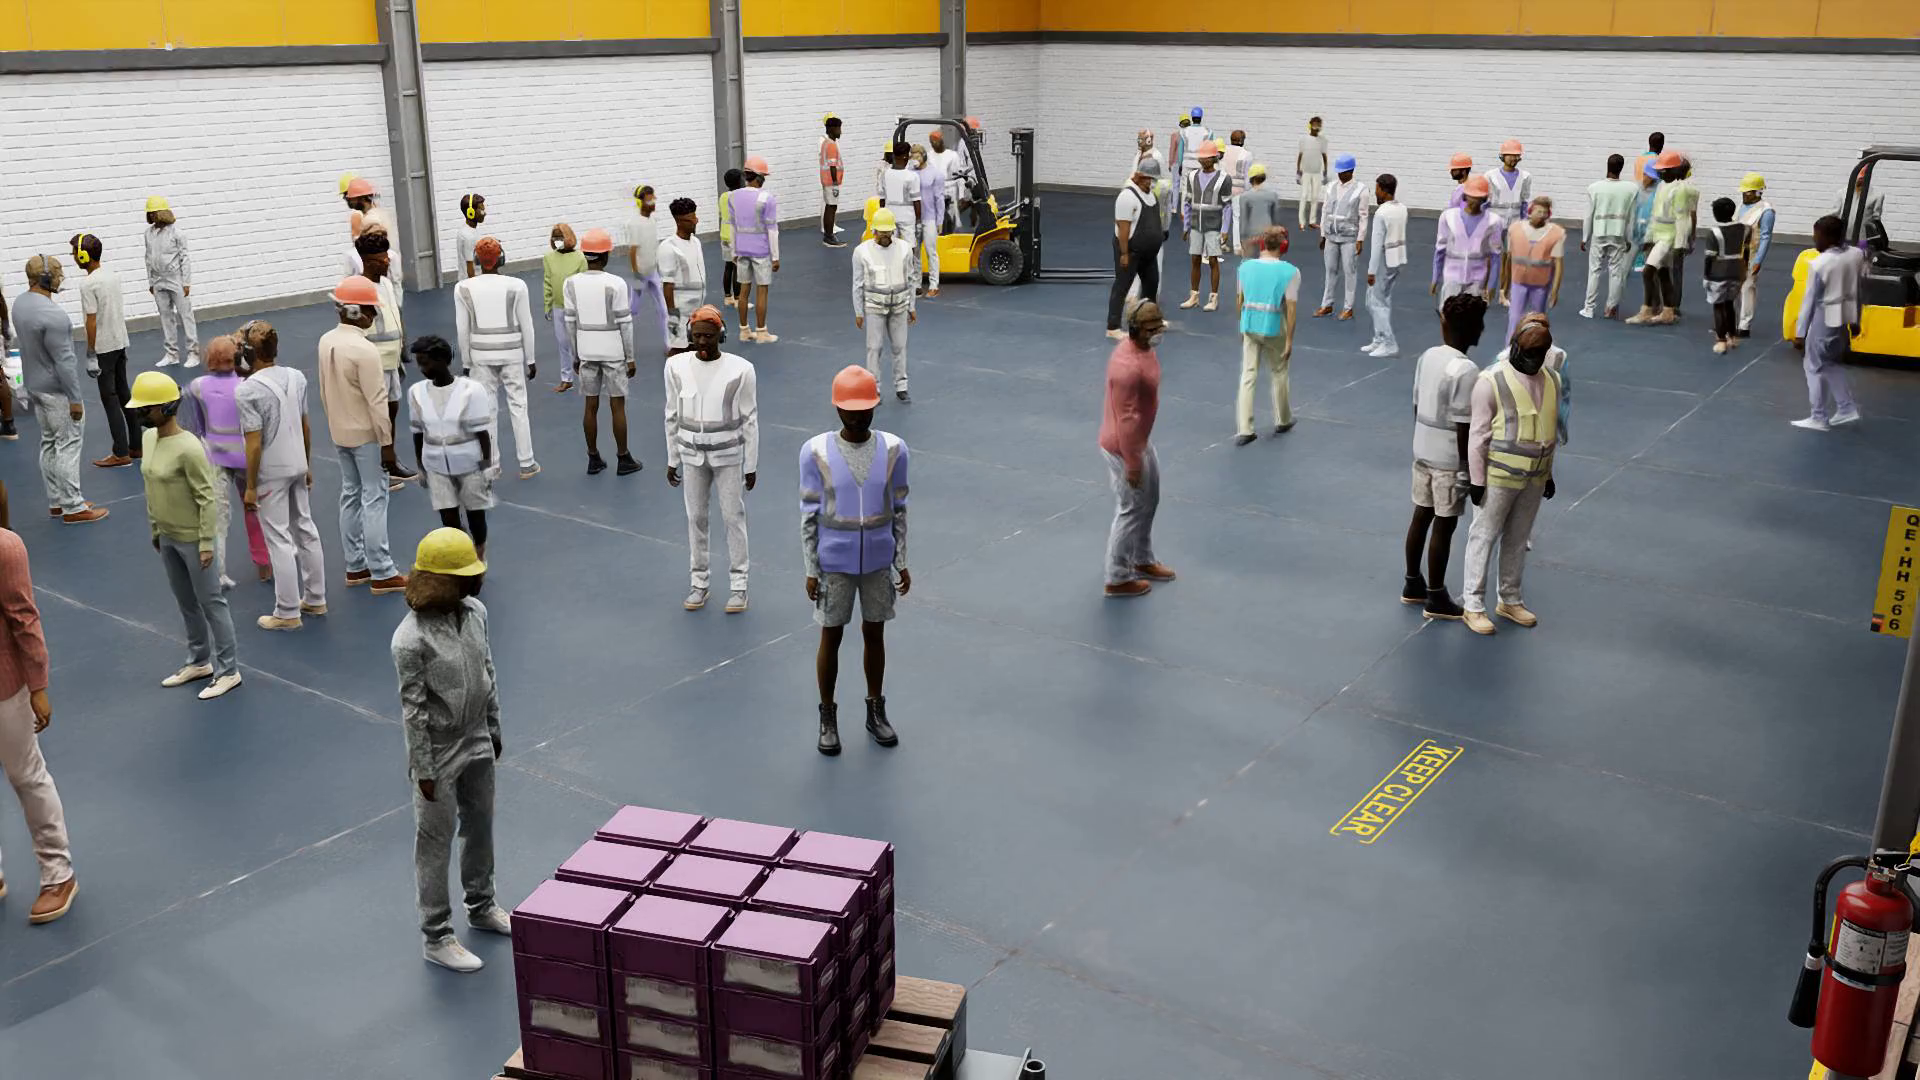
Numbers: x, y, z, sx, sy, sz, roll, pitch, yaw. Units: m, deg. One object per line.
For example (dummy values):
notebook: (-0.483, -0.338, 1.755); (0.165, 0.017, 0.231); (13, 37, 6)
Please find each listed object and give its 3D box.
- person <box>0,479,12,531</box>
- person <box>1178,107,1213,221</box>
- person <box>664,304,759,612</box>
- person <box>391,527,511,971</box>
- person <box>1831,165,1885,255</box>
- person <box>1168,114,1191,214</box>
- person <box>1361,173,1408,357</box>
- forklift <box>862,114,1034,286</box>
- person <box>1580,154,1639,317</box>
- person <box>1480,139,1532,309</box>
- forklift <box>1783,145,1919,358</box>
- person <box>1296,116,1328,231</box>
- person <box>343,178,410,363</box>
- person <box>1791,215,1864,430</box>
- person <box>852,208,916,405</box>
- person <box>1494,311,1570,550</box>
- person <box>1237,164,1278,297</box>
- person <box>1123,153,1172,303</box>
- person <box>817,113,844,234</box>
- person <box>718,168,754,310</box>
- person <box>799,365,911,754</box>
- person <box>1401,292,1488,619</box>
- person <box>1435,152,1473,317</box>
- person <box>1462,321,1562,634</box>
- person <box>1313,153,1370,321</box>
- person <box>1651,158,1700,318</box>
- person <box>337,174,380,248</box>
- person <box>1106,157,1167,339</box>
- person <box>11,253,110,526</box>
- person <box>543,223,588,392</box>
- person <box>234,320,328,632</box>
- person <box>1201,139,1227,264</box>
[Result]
person: (-6.515, -0.790, 10.888); (0.352, 1.942, 0.546); (-5, 18, -16)
person: (4.051, -6.466, 28.657); (0.603, 1.938, 0.425); (3, 18, 9)
person: (-1.494, -0.486, 10.041); (0.575, 1.880, 0.358); (3, 18, 10)
person: (-1.893, 0.785, 6.299); (0.321, 1.737, 0.485); (8, 19, 22)
person: (11.030, -3.777, 20.539); (0.564, 1.748, 0.339); (13, 22, 35)
person: (3.988, -6.728, 29.766); (0.532, 1.756, 0.344); (-3, 18, -9)
person: (4.477, -2.882, 17.496); (0.470, 1.904, 0.601); (14, 23, 37)
forklift: (-0.171, -4.594, 22.377); (2.313, 2.155, 1.214); (1, 18, 3)
person: (7.662, -3.584, 19.670); (0.592, 1.917, 0.389); (3, 18, 8)
person: (6.630, -3.844, 20.272); (0.607, 2.048, 0.370); (-2, 18, -5)
forklift: (9.803, -2.879, 17.013); (2.313, 2.155, 1.214); (12, 21, 33)
person: (5.831, -6.056, 27.514); (0.537, 1.855, 0.405); (-2, 18, -7)
person: (-5.952, -2.720, 16.980); (0.514, 1.908, 0.586); (-3, 18, -9)
person: (7.495, -1.851, 14.334); (0.687, 1.868, 0.391); (-9, 20, -25)
person: (-0.692, -2.153, 15.354); (0.603, 1.820, 0.403); (-6, 19, -19)
person: (3.901, -0.808, 11.509); (0.504, 1.590, 0.882); (-1, 18, -3)
person: (3.690, -3.789, 20.640); (0.527, 1.713, 0.943); (-1, 18, -4)
person: (2.313, -3.877, 20.703); (0.627, 1.845, 0.429); (-2, 18, -5)
person: (-2.107, -5.982, 27.149); (0.369, 1.925, 0.594); (6, 19, 17)
person: (-2.744, -3.670, 20.290); (0.316, 1.695, 0.542); (-12, 21, -32)
person: (-0.500, 0.098, 8.115); (0.543, 1.939, 0.371); (-5, 18, -15)
person: (2.908, -0.508, 9.967); (0.369, 1.965, 0.609); (-3, 18, -11)
person: (5.899, -3.617, 19.750); (0.387, 1.930, 0.544); (3, 18, 9)
person: (3.243, -0.367, 9.739); (0.620, 1.837, 0.429); (-8, 19, -23)
person: (4.493, -3.562, 19.566); (0.604, 1.937, 0.402); (17, 24, 42)
person: (8.449, -3.580, 19.733); (0.531, 1.869, 0.310); (7, 19, 22)
person: (-6.215, -2.884, 17.504); (0.493, 1.898, 0.620); (0, 18, 1)
person: (1.986, -3.258, 18.447); (0.539, 2.000, 0.742); (13, 22, 35)
person: (-6.378, -1.052, 11.734); (0.637, 1.930, 0.373); (14, 22, 37)
person: (-3.716, -2.197, 15.800); (0.497, 1.627, 0.276); (5, 18, 16)
person: (-3.997, -0.374, 9.743); (0.339, 1.845, 0.514); (6, 19, 19)
person: (3.666, -4.868, 23.930); (0.323, 1.765, 0.534); (16, 24, 42)
